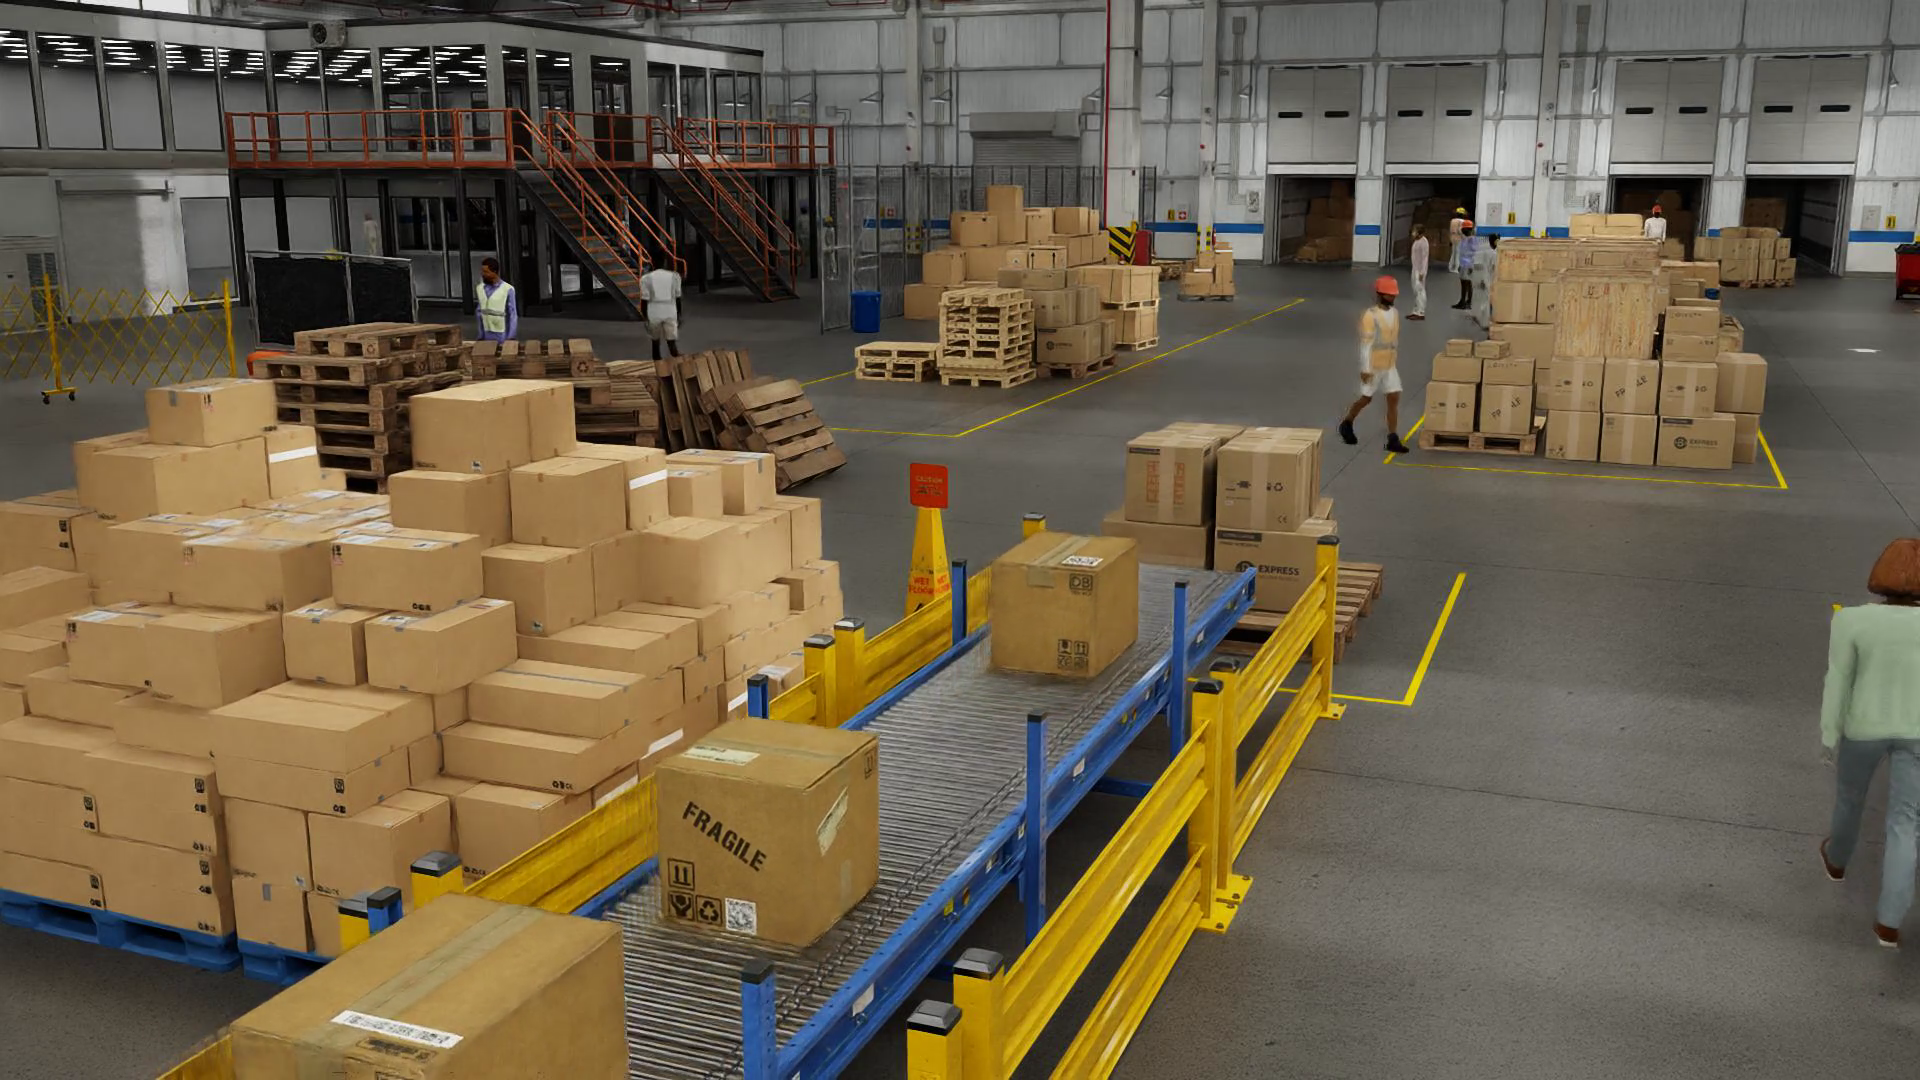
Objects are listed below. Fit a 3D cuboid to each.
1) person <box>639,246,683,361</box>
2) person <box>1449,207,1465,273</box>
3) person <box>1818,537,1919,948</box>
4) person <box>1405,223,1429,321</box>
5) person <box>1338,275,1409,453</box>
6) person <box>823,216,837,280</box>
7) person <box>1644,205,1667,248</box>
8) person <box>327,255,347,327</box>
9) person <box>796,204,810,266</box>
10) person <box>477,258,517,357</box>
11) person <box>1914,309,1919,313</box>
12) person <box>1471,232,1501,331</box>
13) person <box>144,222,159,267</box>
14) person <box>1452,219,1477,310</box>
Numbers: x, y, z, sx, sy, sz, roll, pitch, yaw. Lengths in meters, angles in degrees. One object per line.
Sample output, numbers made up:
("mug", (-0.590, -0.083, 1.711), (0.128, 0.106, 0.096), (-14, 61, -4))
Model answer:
("person", (-4.218, -3.187, 23.586), (0.632, 1.950, 0.645), (-5, 13, -21))
("person", (14.589, -8.791, 48.790), (0.375, 1.921, 0.608), (-5, 14, -23))
("person", (3.738, 0.765, 6.702), (0.509, 1.575, 0.895), (6, 14, 24))
("person", (9.247, -5.394, 33.511), (0.366, 1.938, 0.630), (1, 13, 2))
("person", (4.509, -1.924, 18.043), (0.556, 1.903, 0.939), (-7, 14, -29))
("person", (-3.588, -8.016, 45.713), (0.320, 1.742, 0.492), (-5, 13, -21))
("person", (19.854, -8.551, 47.542), (0.617, 1.993, 0.396), (1, 13, 4))
("person", (-9.953, -3.723, 26.498), (0.472, 1.731, 0.655), (-1, 13, -2))
("person", (-4.833, -9.515, 52.014), (0.613, 1.931, 0.656), (-5, 13, -21))
("person", (-5.854, -2.612, 21.084), (0.590, 1.917, 0.396), (6, 14, 26))
("person", (20.441, -5.659, 34.934), (0.429, 1.839, 0.623), (-1, 13, -6))
("person", (9.950, -4.828, 31.182), (0.417, 1.855, 0.510), (-1, 13, -5))
("person", (-18.996, -6.684, 39.392), (0.660, 1.895, 0.416), (2, 13, 8))
("person", (10.980, -5.976, 36.119), (0.368, 1.939, 0.542), (-2, 13, -10))
